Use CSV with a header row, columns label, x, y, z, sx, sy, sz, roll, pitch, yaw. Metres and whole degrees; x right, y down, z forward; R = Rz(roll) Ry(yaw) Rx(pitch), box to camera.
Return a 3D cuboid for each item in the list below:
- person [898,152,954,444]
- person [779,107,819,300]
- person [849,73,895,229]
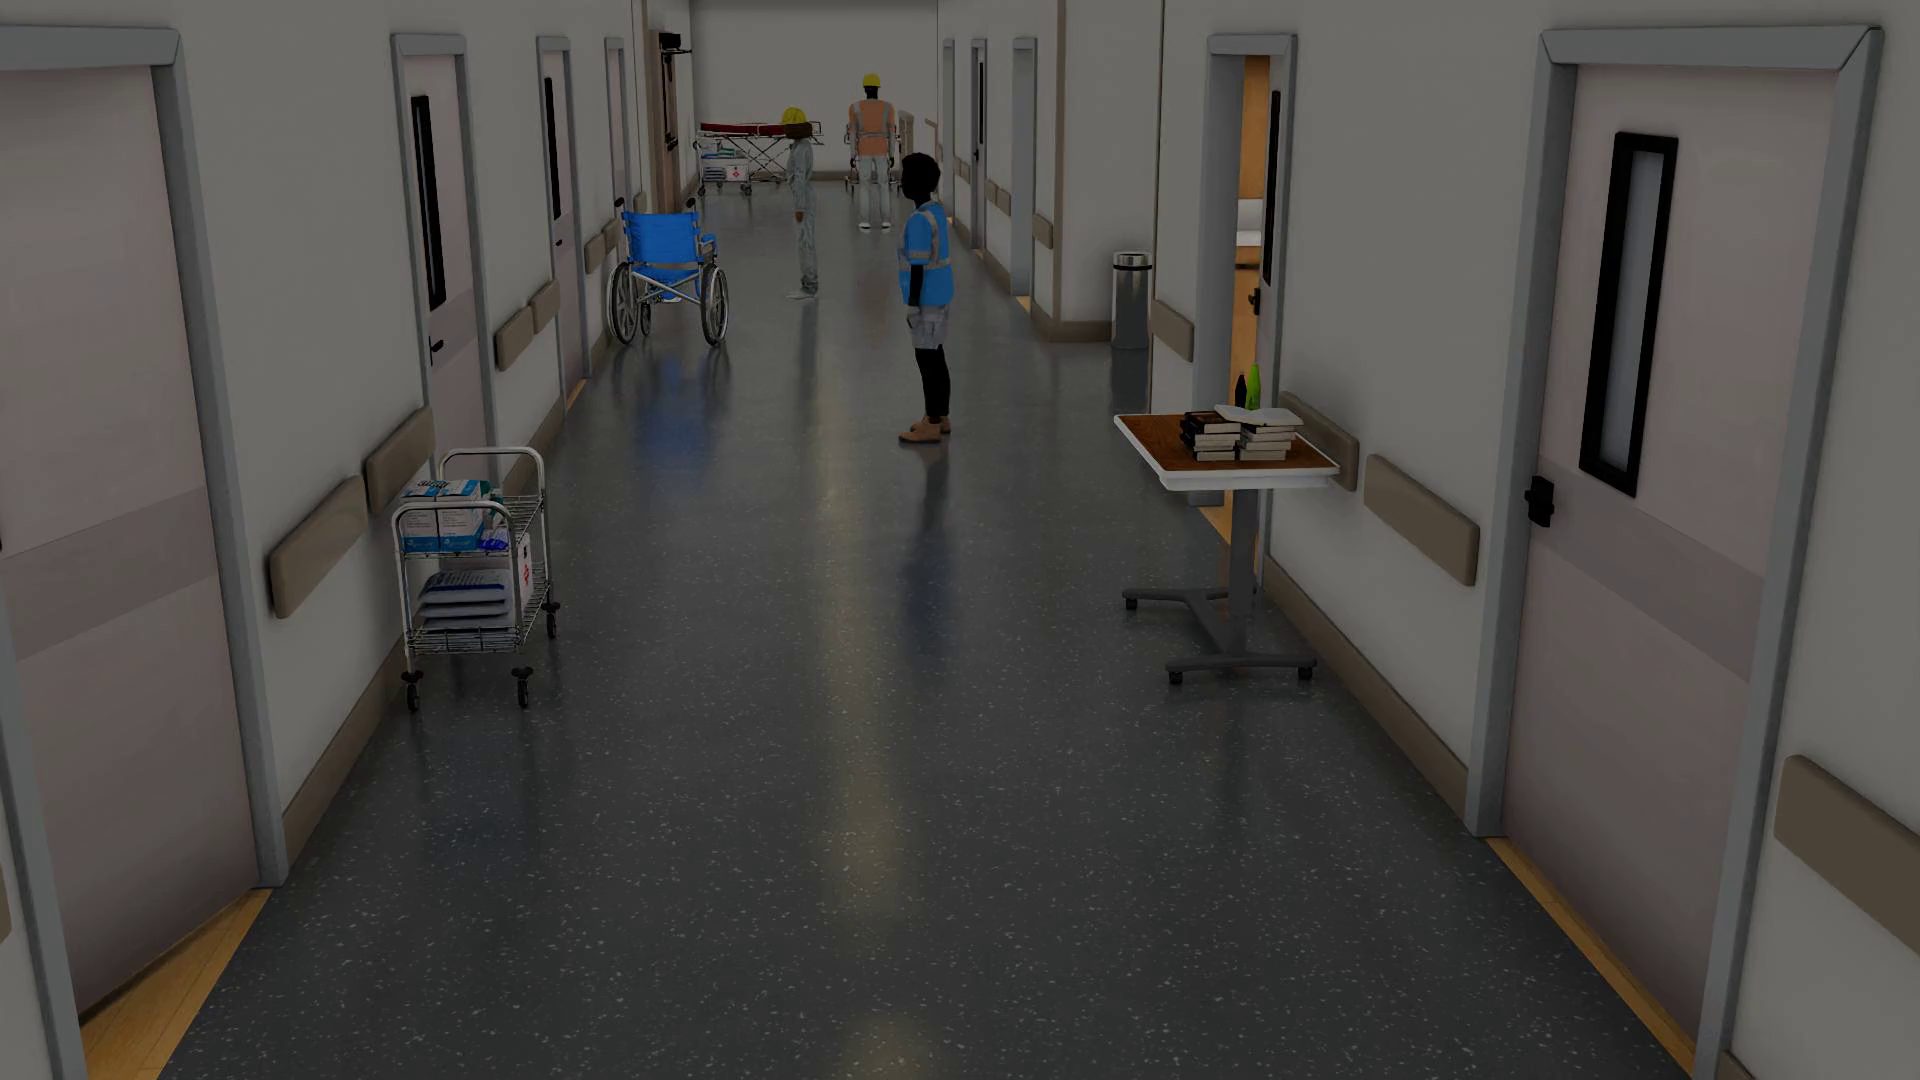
label,x,y,z,sx,sy,sz,roll,pitch,yaw
person,-0.203,-1.408,9.759,0.319,1.694,0.536,3,17,11
person,-1.479,-3.081,15.275,0.326,1.737,0.486,0,17,-1
person,-1.117,-4.927,21.117,0.590,1.923,0.383,-2,17,-8
